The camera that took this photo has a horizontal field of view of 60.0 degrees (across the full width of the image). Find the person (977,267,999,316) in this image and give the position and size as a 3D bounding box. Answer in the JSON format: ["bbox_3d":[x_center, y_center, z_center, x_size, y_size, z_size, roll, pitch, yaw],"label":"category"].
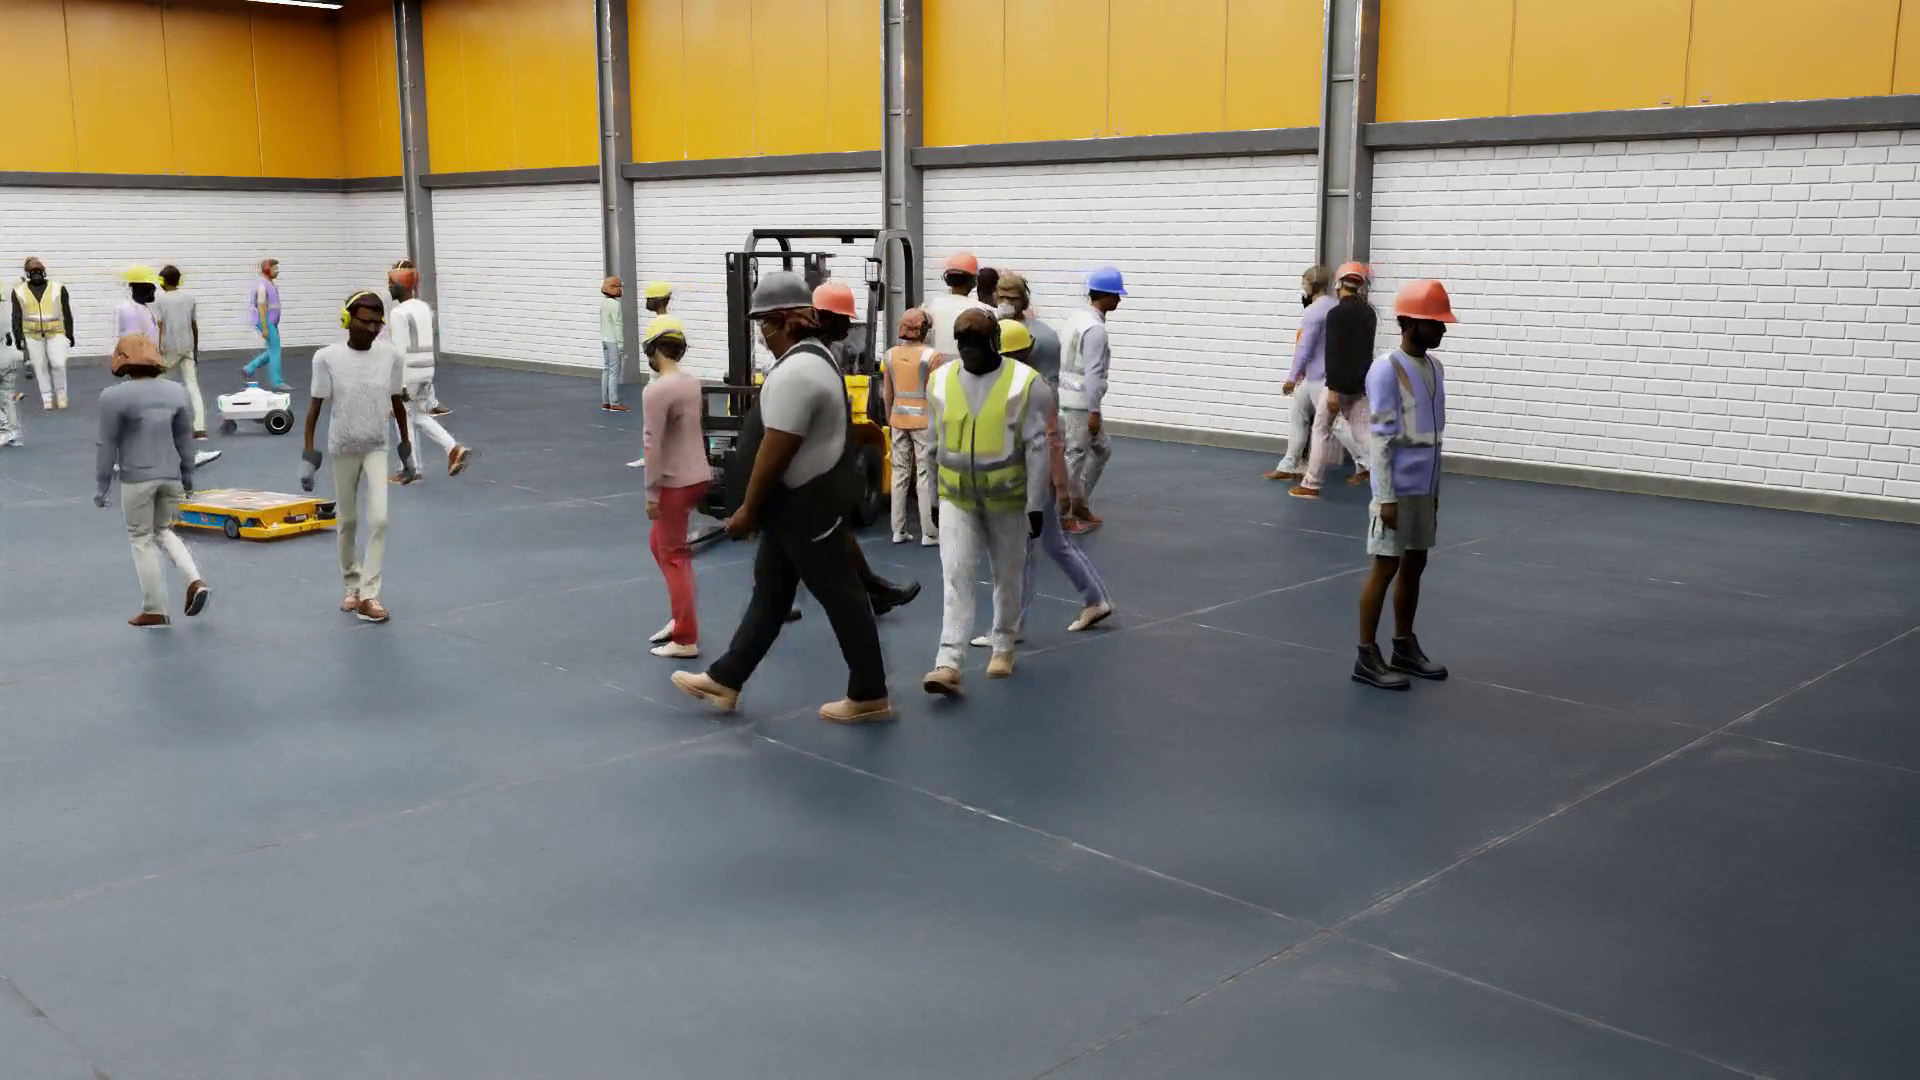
[{"bbox_3d":[0.266,-1.263,13.463,0.582,1.888,0.813,-4,11,-20],"label":"person"}]

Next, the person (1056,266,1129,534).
[{"bbox_3d":[0.896,-0.980,11.832,0.576,1.910,0.628,0,10,-2],"label":"person"}]

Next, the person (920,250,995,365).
[{"bbox_3d":[-0.044,-1.132,12.356,0.629,2.030,0.686,4,11,20],"label":"person"}]

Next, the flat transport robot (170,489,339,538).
[{"bbox_3d":[-5.256,-0.208,12.109,1.431,0.197,0.652,6,12,28],"label":"flat transport robot"}]

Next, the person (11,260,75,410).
[{"bbox_3d":[-11.182,-2.485,20.275,0.662,1.825,0.543,-4,11,-22],"label":"person"}]

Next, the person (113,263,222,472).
[{"bbox_3d":[-7.263,-1.533,14.949,0.989,1.870,0.608,-2,11,-8],"label":"person"}]

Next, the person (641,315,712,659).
[{"bbox_3d":[-1.455,-0.276,8.487,0.429,1.729,0.540,3,11,18],"label":"person"}]

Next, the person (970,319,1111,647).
[{"bbox_3d":[0.458,-0.313,8.764,0.849,1.711,0.542,-4,11,-19],"label":"person"}]

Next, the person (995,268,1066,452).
[{"bbox_3d":[0.569,-1.539,15.087,0.915,1.858,0.665,-3,11,-15],"label":"person"}]

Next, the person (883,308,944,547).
[{"bbox_3d":[-0.303,-0.765,11.415,0.510,1.639,0.308,7,12,32],"label":"person"}]

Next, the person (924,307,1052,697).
[{"bbox_3d":[0.103,-0.175,7.766,0.646,1.789,0.921,3,11,15],"label":"person"}]

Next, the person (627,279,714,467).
[{"bbox_3d":[-2.648,-1.504,15.177,0.803,1.737,0.531,0,10,0],"label":"person"}]

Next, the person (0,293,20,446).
[{"bbox_3d":[-9.725,-1.780,16.723,0.387,1.731,0.484,-3,11,-16],"label":"person"}]

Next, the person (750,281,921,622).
[{"bbox_3d":[-0.721,-0.477,9.194,1.017,1.872,0.568,-2,11,-13],"label":"person"}]

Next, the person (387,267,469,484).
[{"bbox_3d":[-4.628,-1.397,14.240,0.613,1.864,0.594,3,11,14],"label":"person"}]

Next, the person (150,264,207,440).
[{"bbox_3d":[-8.269,-1.969,17.480,0.971,1.819,0.554,9,13,39],"label":"person"}]

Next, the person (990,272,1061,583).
[{"bbox_3d":[0.349,-0.721,10.450,0.628,1.916,0.759,5,11,24],"label":"person"}]

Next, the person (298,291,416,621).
[{"bbox_3d":[-3.346,-0.462,9.249,0.650,1.815,0.834,-6,12,-29],"label":"person"}]

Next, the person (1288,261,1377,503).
[{"bbox_3d":[3.146,-1.250,13.256,0.633,1.941,0.989,-10,14,-42],"label":"person"}]

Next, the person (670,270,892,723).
[{"bbox_3d":[-0.775,-0.199,7.228,1.022,2.000,0.678,0,10,-1],"label":"person"}]

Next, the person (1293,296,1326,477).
[{"bbox_3d":[3.107,-1.403,14.759,0.319,1.690,0.534,4,11,21],"label":"person"}]

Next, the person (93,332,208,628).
[{"bbox_3d":[-4.398,-0.314,9.027,0.391,1.618,0.519,5,12,25],"label":"person"}]

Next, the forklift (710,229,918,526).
[{"bbox_3d":[-1.050,-1.319,12.920,1.214,2.155,2.313,2,11,13],"label":"forklift"}]

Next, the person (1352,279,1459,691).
[{"bbox_3d":[2.131,-0.258,7.864,0.554,1.929,0.375,-9,14,-42],"label":"person"}]

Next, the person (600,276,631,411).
[{"bbox_3d":[-4.226,-2.388,20.273,0.269,1.632,0.504,-6,12,-32],"label":"person"}]

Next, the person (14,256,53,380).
[{"bbox_3d":[-13.471,-3.212,24.222,0.533,1.832,0.633,-3,11,-16],"label":"person"}]

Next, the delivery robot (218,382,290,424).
[{"bbox_3d":[-7.587,-1.457,17.887,0.707,0.478,0.477,-4,11,-19],"label":"delivery robot"}]

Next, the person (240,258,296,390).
[{"bbox_3d":[-9.555,-2.950,22.839,0.649,1.823,0.570,-2,11,-10],"label":"person"}]

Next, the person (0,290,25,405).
[{"bbox_3d":[-11.984,-2.577,20.483,1.058,1.926,0.628,3,11,14],"label":"person"}]

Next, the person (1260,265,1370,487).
[{"bbox_3d":[3.125,-1.385,14.152,1.032,1.893,0.615,4,11,21],"label":"person"}]

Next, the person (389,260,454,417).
[{"bbox_3d":[-6.338,-2.326,19.395,0.865,1.832,0.543,2,11,12],"label":"person"}]
